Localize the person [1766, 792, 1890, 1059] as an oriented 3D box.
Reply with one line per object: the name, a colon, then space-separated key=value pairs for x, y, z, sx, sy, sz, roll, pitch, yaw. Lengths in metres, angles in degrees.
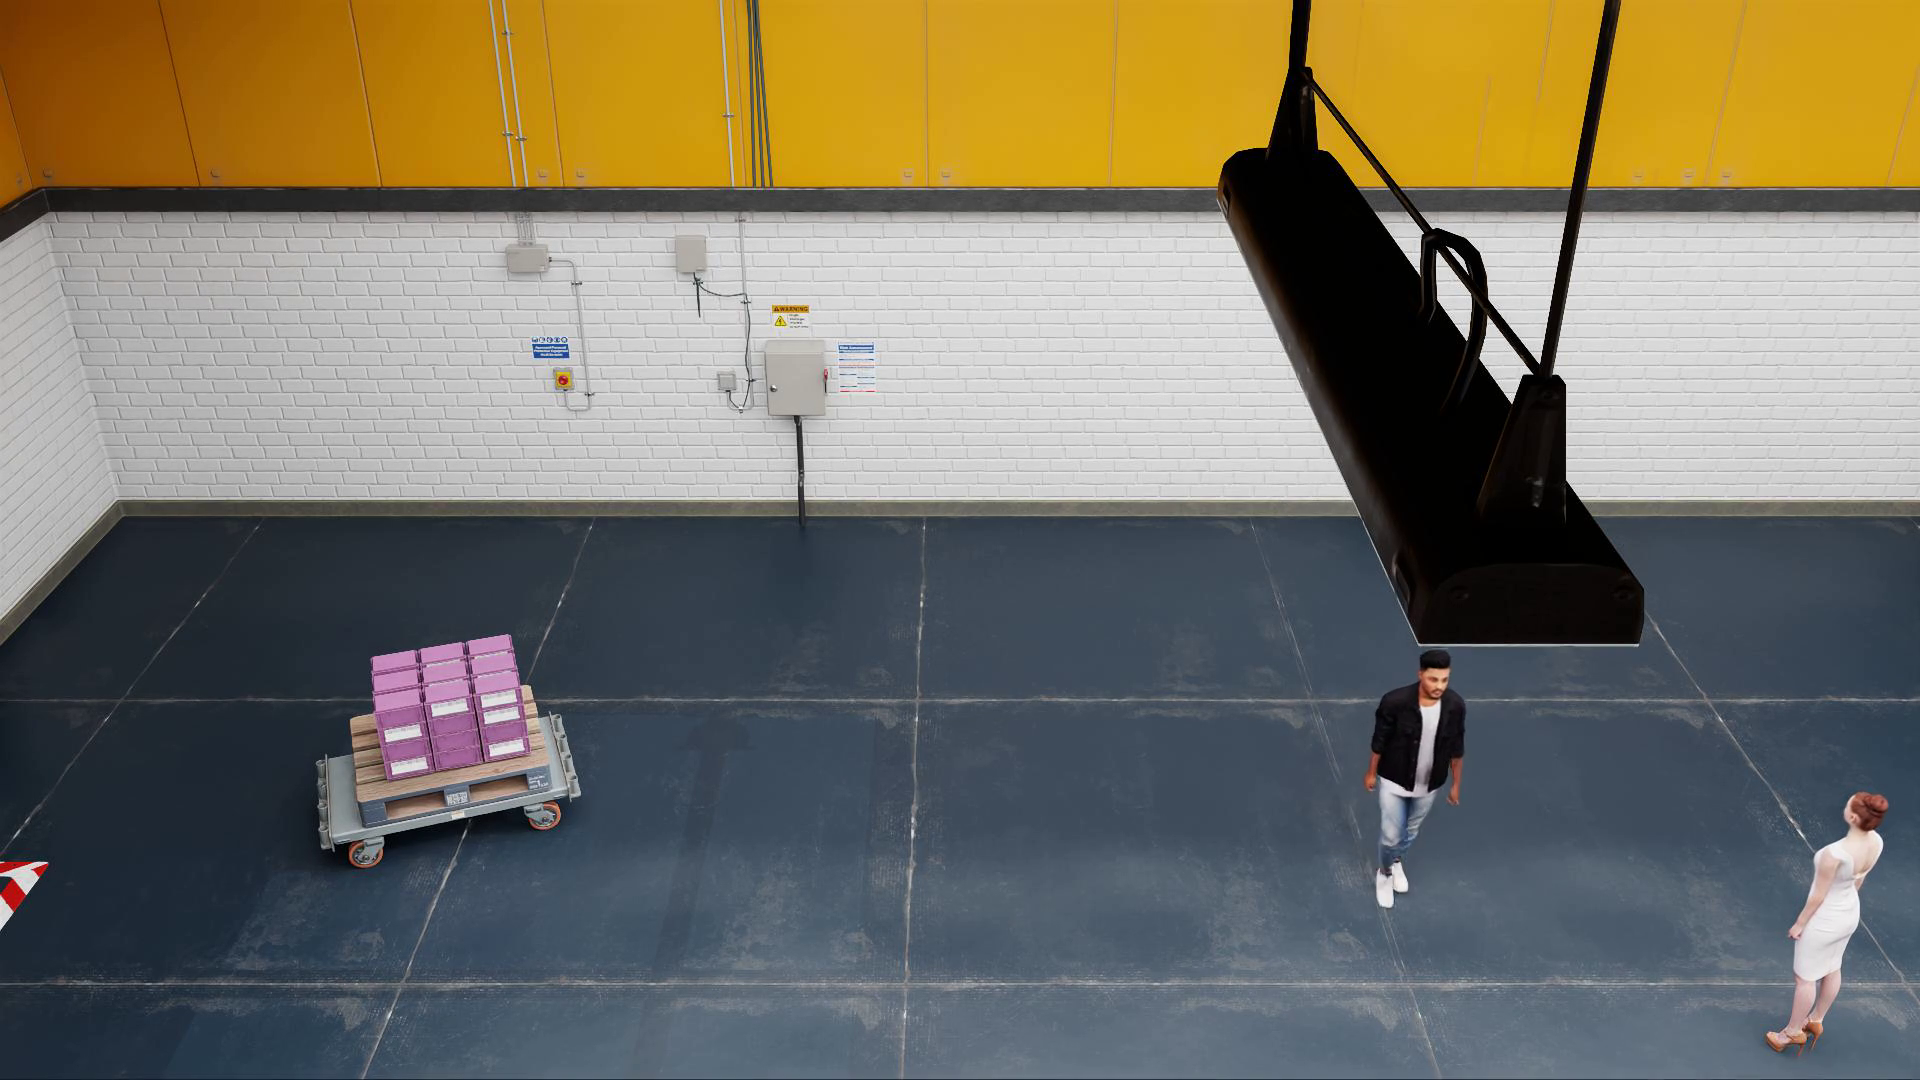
person: x=4.732 y=2.085 z=9.045 sx=0.630 sy=1.793 sz=0.613 roll=-13 pitch=31 yaw=-22

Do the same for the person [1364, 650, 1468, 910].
person: x=2.779 y=1.385 z=10.323 sx=0.718 sy=1.797 sz=0.695 roll=-1 pitch=29 yaw=-2
